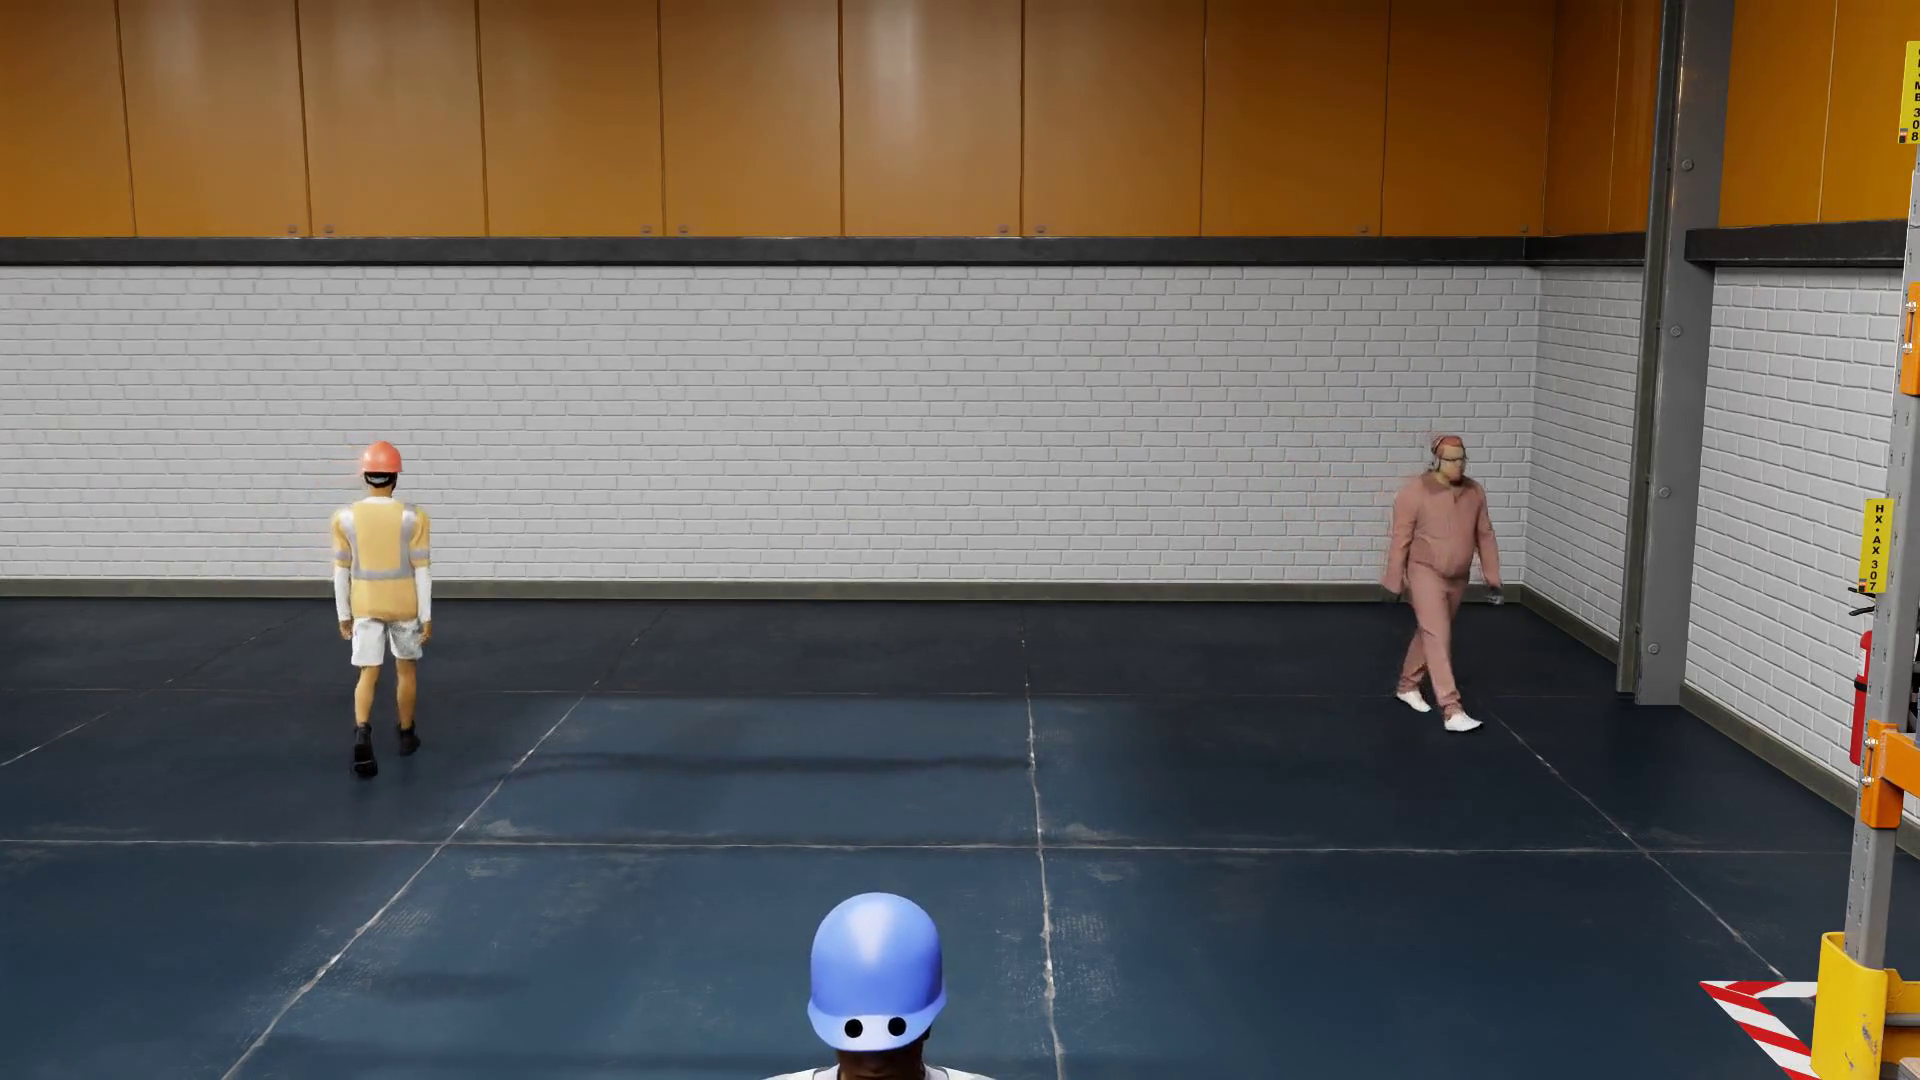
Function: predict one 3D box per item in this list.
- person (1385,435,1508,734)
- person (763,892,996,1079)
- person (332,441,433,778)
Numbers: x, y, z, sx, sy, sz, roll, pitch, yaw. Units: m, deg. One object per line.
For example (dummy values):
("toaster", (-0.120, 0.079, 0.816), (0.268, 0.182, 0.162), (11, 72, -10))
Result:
("person", (3.060, 0.254, 10.527), (0.646, 1.853, 0.989), (-5, 11, -26))
("person", (-0.136, 1.504, 2.736), (0.602, 1.949, 0.389), (-1, 10, -5))
("person", (-3.322, 0.388, 9.571), (0.549, 1.908, 0.875), (-1, 10, -9))
